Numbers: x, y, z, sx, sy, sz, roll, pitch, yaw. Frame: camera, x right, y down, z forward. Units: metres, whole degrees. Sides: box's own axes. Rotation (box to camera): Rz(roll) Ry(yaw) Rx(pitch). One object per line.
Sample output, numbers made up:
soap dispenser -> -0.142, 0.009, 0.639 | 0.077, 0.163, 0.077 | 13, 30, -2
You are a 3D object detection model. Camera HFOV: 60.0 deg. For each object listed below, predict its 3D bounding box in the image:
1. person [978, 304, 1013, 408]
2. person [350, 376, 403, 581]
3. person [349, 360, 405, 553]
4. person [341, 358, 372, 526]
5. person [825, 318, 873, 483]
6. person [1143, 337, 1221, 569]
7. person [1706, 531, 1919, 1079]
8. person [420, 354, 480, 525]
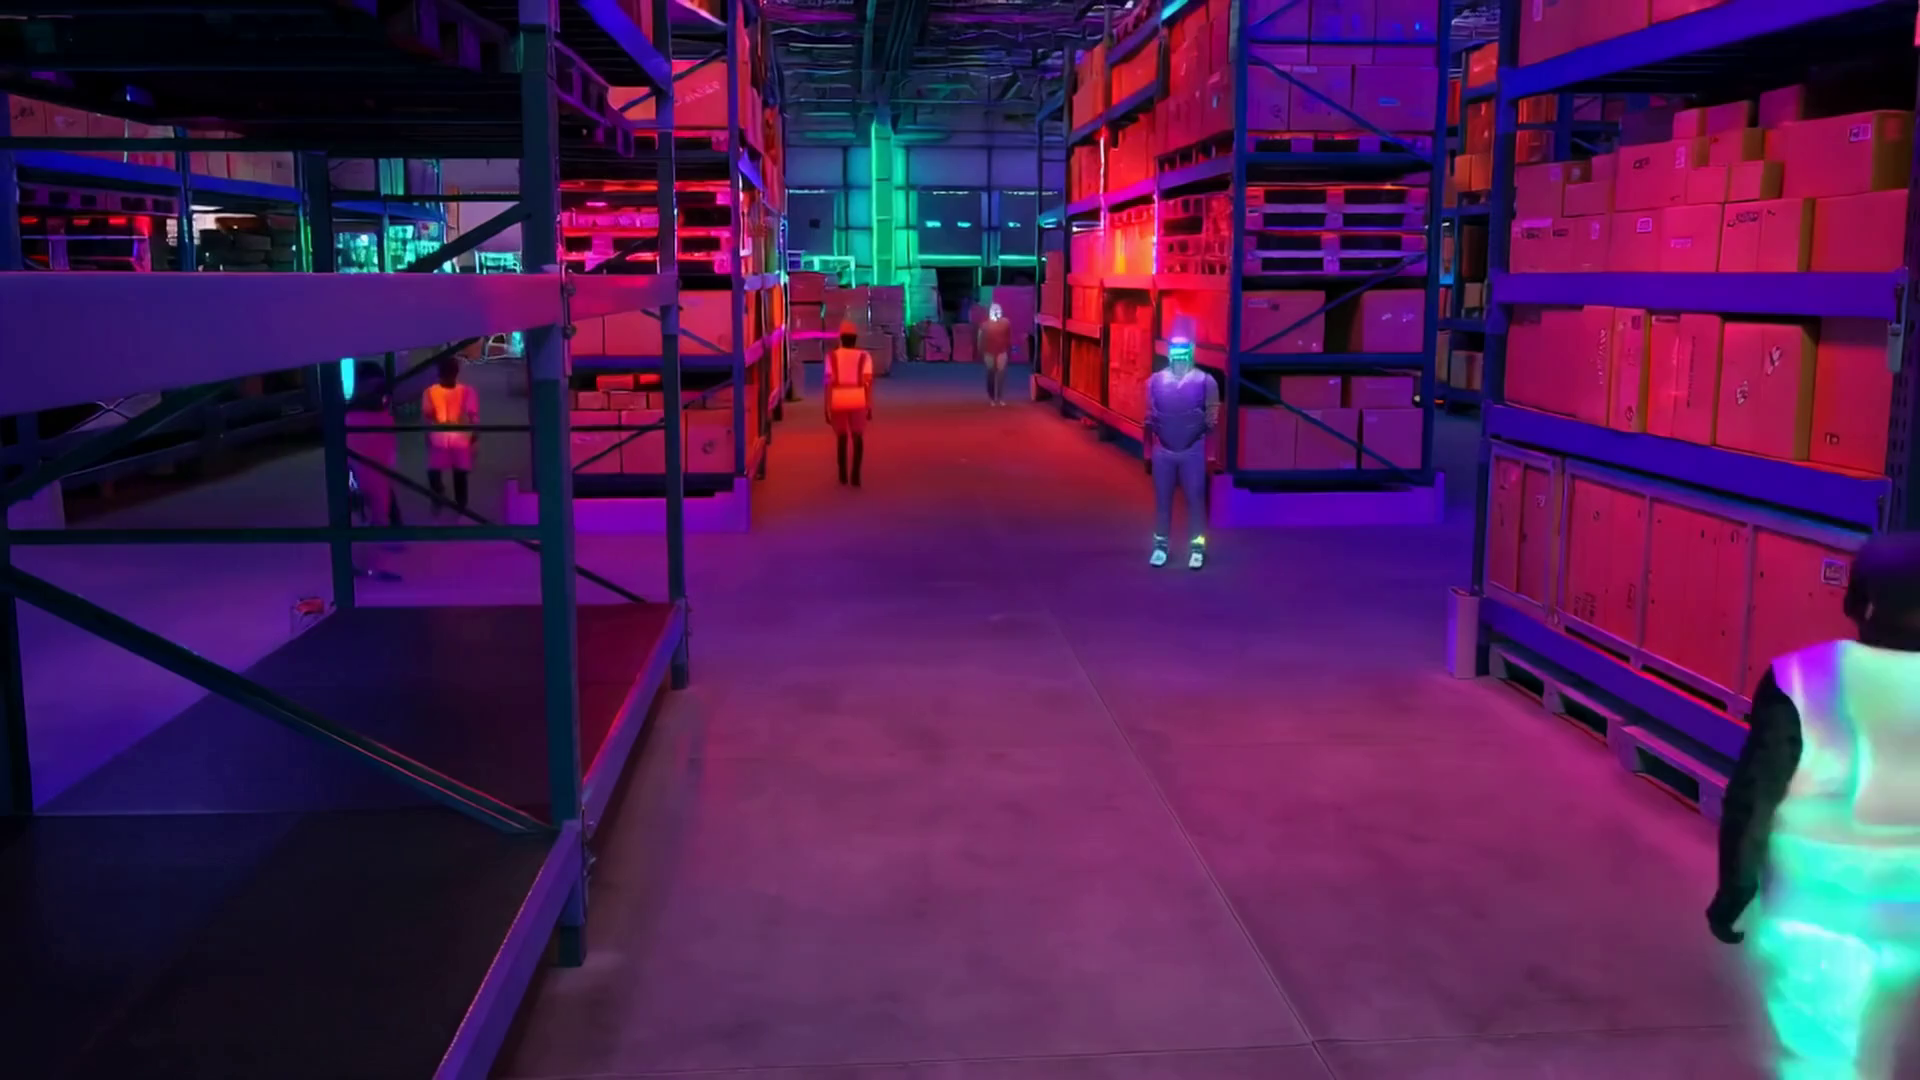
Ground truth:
person -> 0.646, -3.372, 30.425 | 0.646, 1.884, 1.047 | -1, 9, -5
person -> -4.546, -0.462, 12.953 | 0.352, 1.619, 0.526 | 1, 9, 5
person -> -5.108, -0.699, 14.285 | 0.630, 1.673, 0.540 | 0, 9, -2
person -> -5.781, -1.109, 15.725 | 0.385, 2.040, 0.605 | -8, 12, -42
person -> -1.266, -1.564, 19.000 | 0.549, 1.920, 0.720 | -1, 9, -4
person -> 1.809, -0.710, 13.670 | 0.645, 1.899, 0.396 | 3, 10, 20
person -> 2.162, 0.884, 3.950 | 0.629, 1.815, 0.884 | 0, 9, 2
person -> -4.720, -0.886, 15.419 | 0.541, 1.684, 0.421 | -1, 9, -9
